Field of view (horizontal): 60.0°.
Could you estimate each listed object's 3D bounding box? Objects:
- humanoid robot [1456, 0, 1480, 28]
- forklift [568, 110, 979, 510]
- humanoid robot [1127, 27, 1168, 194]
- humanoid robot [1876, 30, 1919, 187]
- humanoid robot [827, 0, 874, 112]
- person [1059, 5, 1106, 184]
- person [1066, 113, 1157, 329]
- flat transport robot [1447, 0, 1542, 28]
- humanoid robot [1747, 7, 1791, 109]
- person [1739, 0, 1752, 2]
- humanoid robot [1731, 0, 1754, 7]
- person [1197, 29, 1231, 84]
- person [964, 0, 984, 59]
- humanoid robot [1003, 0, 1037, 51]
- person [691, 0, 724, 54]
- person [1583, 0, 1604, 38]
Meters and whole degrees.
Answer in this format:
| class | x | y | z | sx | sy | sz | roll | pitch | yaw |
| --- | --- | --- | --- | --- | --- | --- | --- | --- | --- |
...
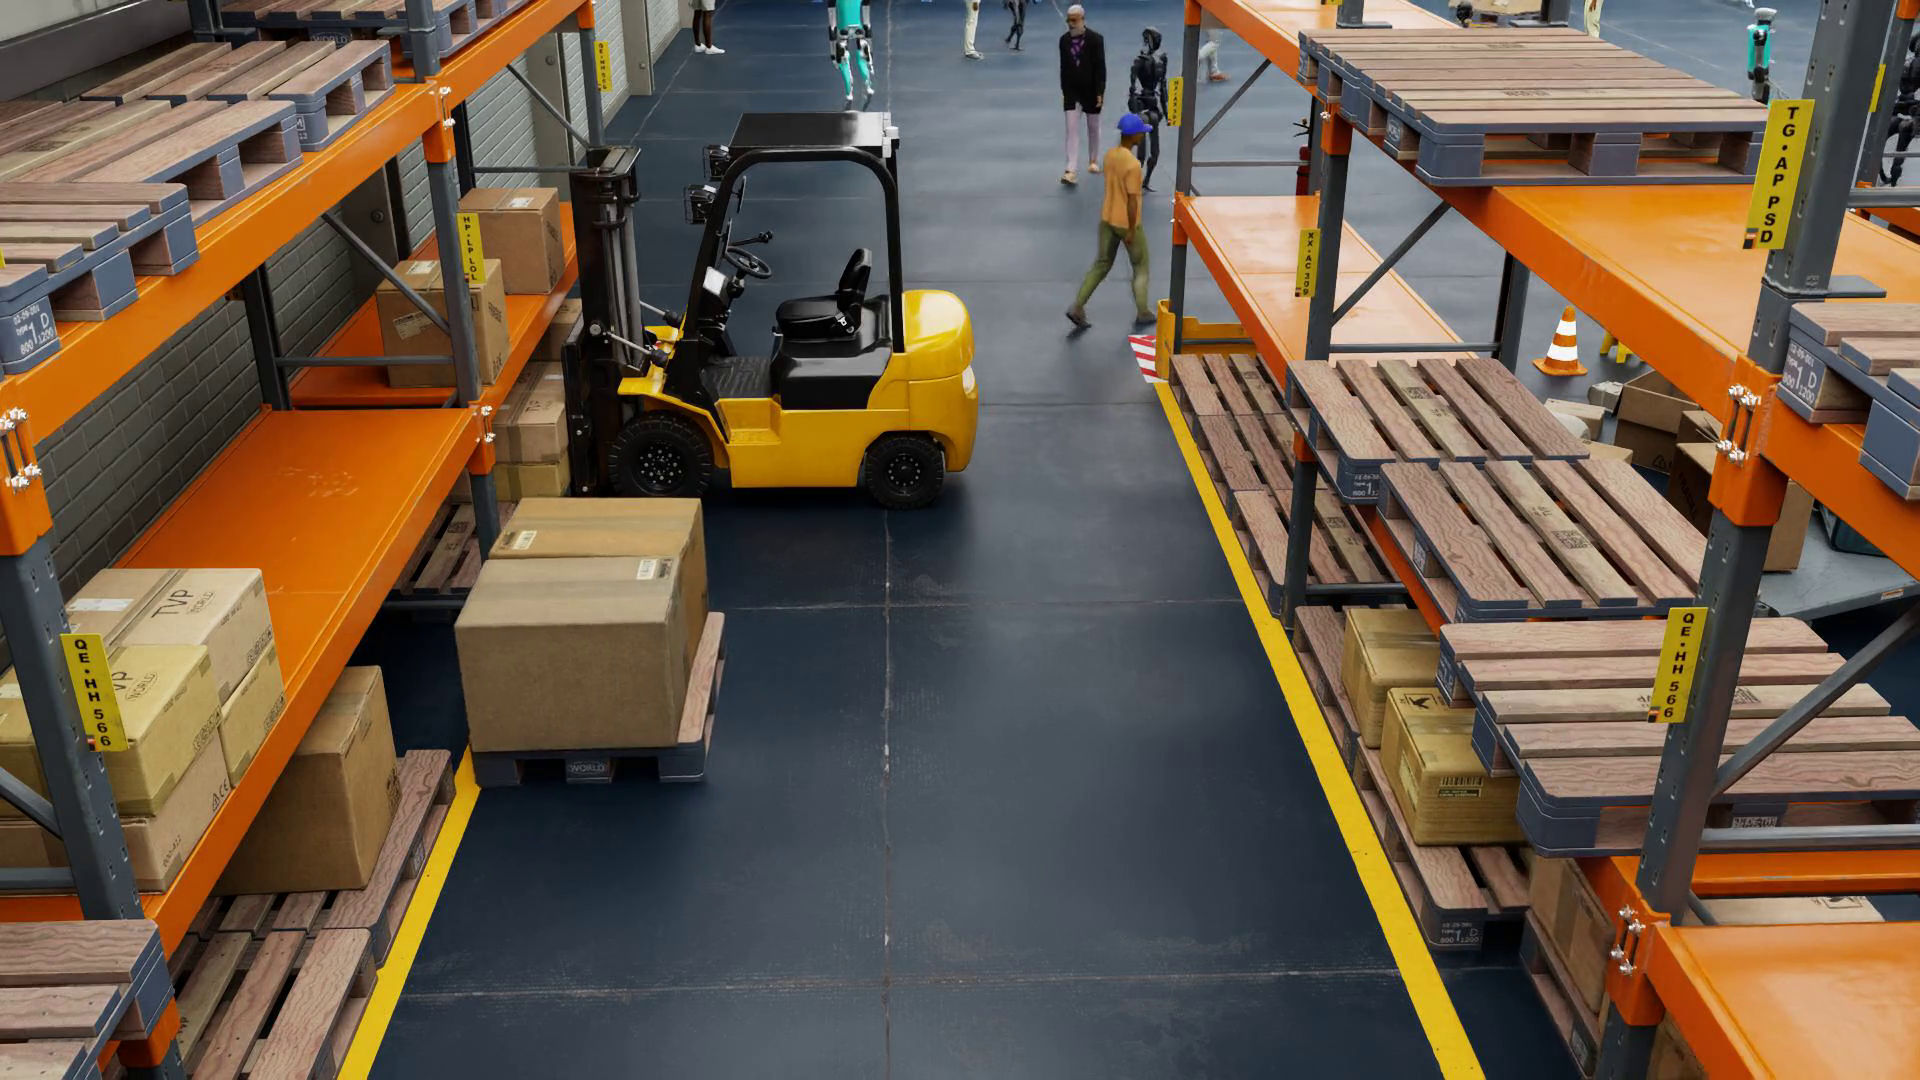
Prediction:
| class | x | y | z | sx | sy | sz | roll | pitch | yaw |
| --- | --- | --- | --- | --- | --- | --- | --- | --- | --- |
| humanoid robot | 5.570 | -5.204 | 18.705 | 0.614 | 1.639 | 0.473 | -4 | 26 | -8 |
| forklift | -1.043 | -1.379 | 9.976 | 2.313 | 2.155 | 1.214 | -1 | 25 | -2 |
| humanoid robot | 1.912 | -4.361 | 16.903 | 0.612 | 1.651 | 0.318 | -23 | 34 | -39 |
| humanoid robot | 9.441 | -4.248 | 16.650 | 0.338 | 1.655 | 0.588 | -8 | 27 | -17 |
| humanoid robot | -1.228 | -5.708 | 19.674 | 0.531 | 1.785 | 0.716 | -9 | 27 | -19 |
| person | 1.286 | -4.687 | 17.459 | 0.537 | 1.794 | 1.035 | 6 | 26 | 13 |
| person | 1.217 | -2.451 | 12.833 | 0.814 | 1.682 | 0.442 | -16 | 30 | -30 |
| flat transport robot | 8.620 | -8.220 | 26.711 | 1.431 | 0.231 | 0.659 | -16 | 30 | -30 |
| humanoid robot | 8.501 | -4.592 | 17.356 | 0.769 | 1.829 | 0.531 | 9 | 27 | 19 |
| person | 14.542 | -10.803 | 30.286 | 0.598 | 1.890 | 0.536 | -17 | 30 | -32 |
| humanoid robot | 14.005 | -10.422 | 29.690 | 0.543 | 1.800 | 0.825 | -8 | 26 | -17 |
| person | 3.370 | -7.105 | 22.434 | 0.749 | 1.916 | 0.633 | -7 | 26 | -15 |
| person | 0.219 | -8.011 | 24.542 | 0.348 | 1.743 | 0.570 | -2 | 25 | -3 |
| humanoid robot | 0.895 | -8.240 | 25.104 | 0.608 | 1.651 | 0.333 | -20 | 32 | -36 |
| person | -3.862 | -8.268 | 24.906 | 0.376 | 1.898 | 0.543 | -21 | 32 | -37 |
| person | 9.042 | -7.697 | 23.704 | 0.399 | 1.893 | 0.533 | 5 | 26 | 10 |
